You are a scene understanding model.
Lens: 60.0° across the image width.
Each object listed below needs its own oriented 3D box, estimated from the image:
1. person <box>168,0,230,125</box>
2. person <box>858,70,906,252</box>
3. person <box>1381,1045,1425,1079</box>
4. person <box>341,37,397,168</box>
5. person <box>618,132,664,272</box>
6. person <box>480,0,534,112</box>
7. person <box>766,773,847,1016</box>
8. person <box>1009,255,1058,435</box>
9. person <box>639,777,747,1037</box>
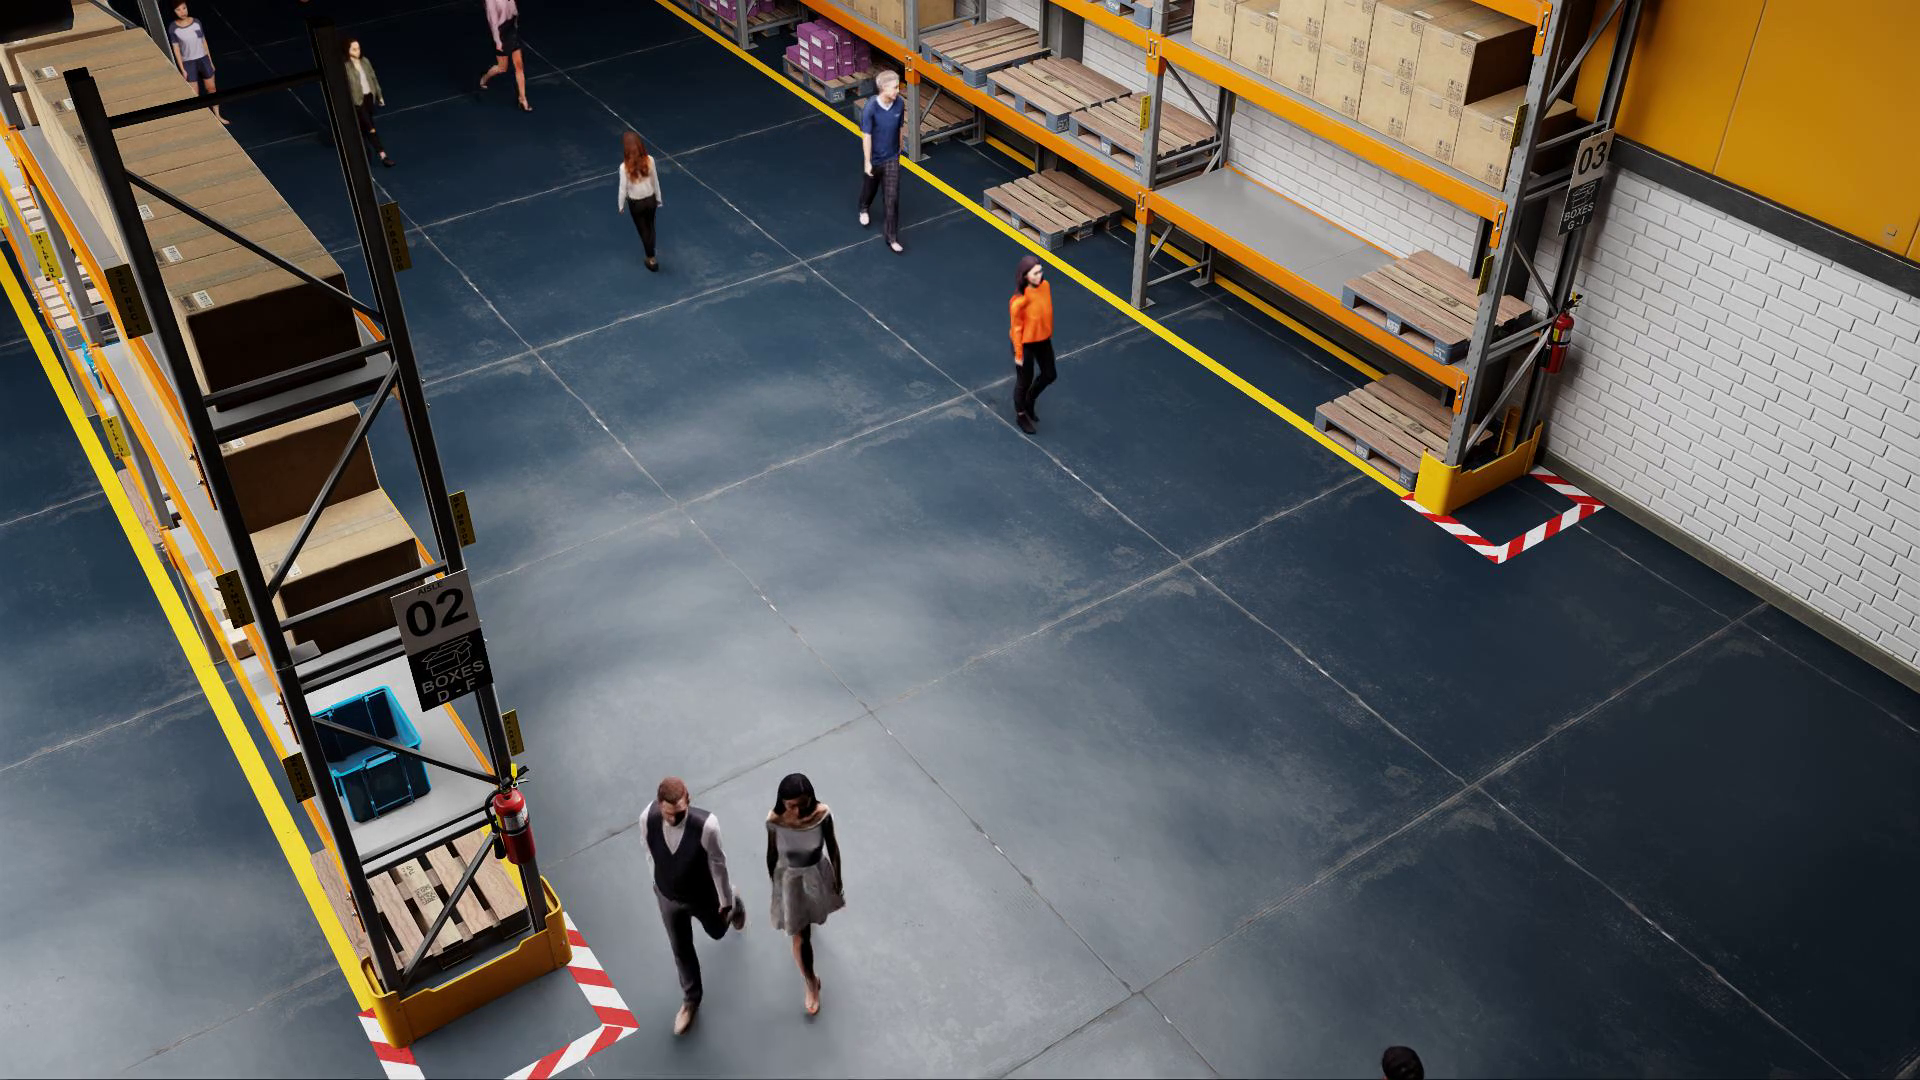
[{"bbox_3d":[-8.917,-5.575,19.379,0.571,1.565,0.594,31,48,33],"label":"person"},{"bbox_3d":[-0.852,-3.954,17.144,0.871,1.820,1.222,-11,40,-13],"label":"person"},{"bbox_3d":[2.225,3.103,8.762,0.534,1.254,0.529,32,48,33],"label":"person"},{"bbox_3d":[-6.754,-4.938,18.685,1.075,1.435,0.821,24,44,27],"label":"person"},{"bbox_3d":[-3.159,-3.367,16.684,0.570,1.476,0.621,-22,44,-26],"label":"person"},{"bbox_3d":[-5.451,-5.940,19.653,1.069,1.792,0.876,20,43,23],"label":"person"},{"bbox_3d":[-0.922,1.965,9.789,0.903,1.750,1.120,-5,39,-6],"label":"person"},{"bbox_3d":[0.552,-1.718,14.411,0.667,1.738,0.643,-32,48,-33],"label":"person"},{"bbox_3d":[-1.544,1.954,9.675,1.151,1.909,1.180,9,39,11],"label":"person"}]
